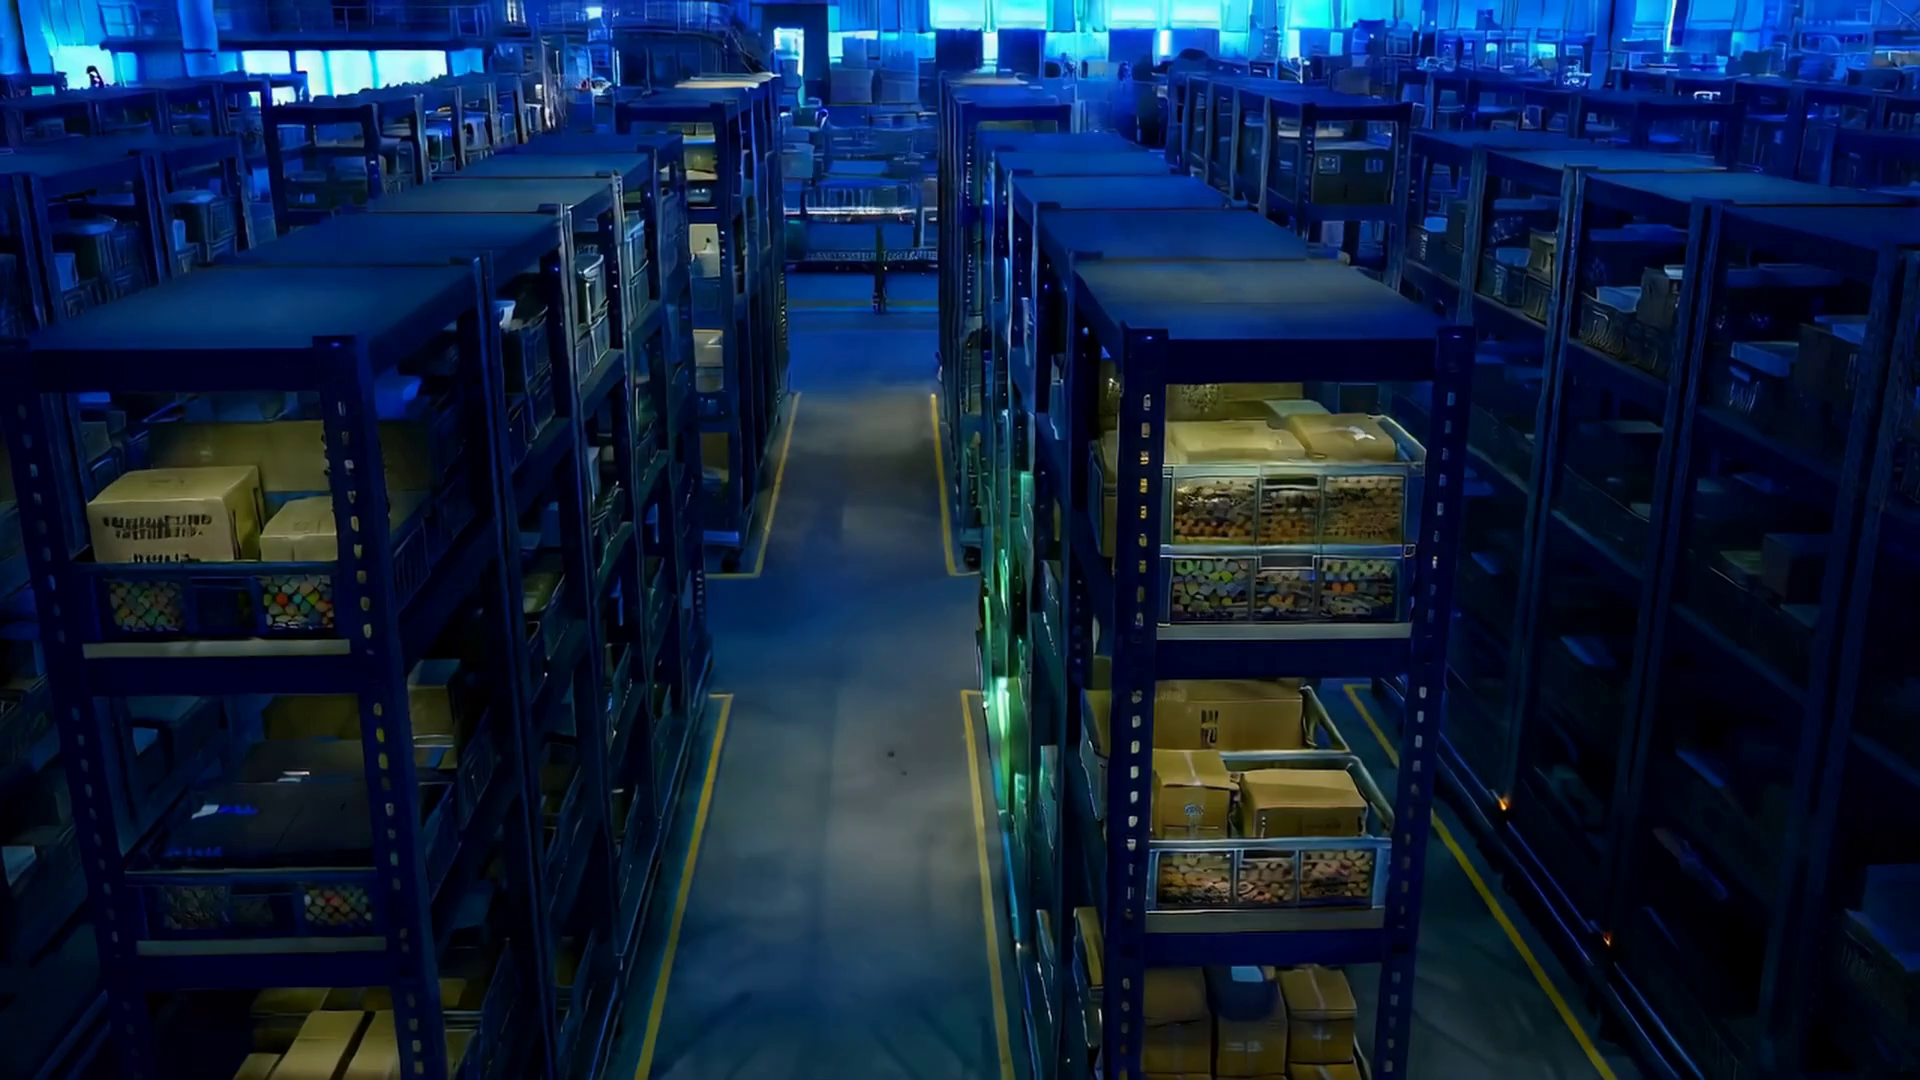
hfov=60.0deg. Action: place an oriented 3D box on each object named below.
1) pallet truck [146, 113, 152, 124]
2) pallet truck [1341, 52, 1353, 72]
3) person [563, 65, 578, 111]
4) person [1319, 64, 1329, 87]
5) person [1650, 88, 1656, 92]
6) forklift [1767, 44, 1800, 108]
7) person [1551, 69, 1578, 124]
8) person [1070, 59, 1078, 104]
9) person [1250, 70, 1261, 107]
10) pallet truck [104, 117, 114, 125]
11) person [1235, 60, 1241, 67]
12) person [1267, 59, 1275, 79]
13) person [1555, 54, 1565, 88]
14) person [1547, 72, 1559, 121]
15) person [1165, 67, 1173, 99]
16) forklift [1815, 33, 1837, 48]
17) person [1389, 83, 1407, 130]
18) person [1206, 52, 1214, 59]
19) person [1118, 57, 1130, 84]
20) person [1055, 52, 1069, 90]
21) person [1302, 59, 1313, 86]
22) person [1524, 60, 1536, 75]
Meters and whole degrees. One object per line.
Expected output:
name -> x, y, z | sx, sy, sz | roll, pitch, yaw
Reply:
pallet truck -> -18.087, -8.309, 36.390 | 1.885, 1.965, 0.823 | -1, 18, -4
pallet truck -> 18.794, -23.123, 82.231 | 0.823, 1.965, 1.885 | -13, 22, -35
person -> -16.107, -18.731, 68.889 | 0.602, 1.836, 0.927 | -1, 18, -4
person -> 15.082, -18.697, 68.752 | 1.011, 1.875, 0.610 | 6, 19, 18
person -> 21.552, -13.203, 51.924 | 0.526, 1.759, 0.343 | 16, 24, 41
forklift -> 31.227, -17.370, 63.015 | 1.129, 2.768, 1.873 | -1, 18, -2
person -> 22.309, -16.310, 61.081 | 1.052, 2.000, 0.679 | 7, 19, 22
person -> 5.031, -20.214, 73.325 | 0.373, 1.935, 0.552 | -1, 18, -2
person -> 10.583, -15.772, 59.500 | 0.405, 1.984, 0.623 | -12, 21, -32
pallet truck -> -18.367, -7.885, 35.078 | 1.885, 1.965, 0.823 | 1, 18, 2
person -> 13.153, -21.856, 78.779 | 0.496, 1.702, 0.886 | 1, 18, 4
person -> 15.037, -22.405, 80.506 | 0.323, 1.688, 0.530 | 11, 21, 31
person -> 29.454, -22.910, 81.719 | 0.490, 1.906, 0.607 | -2, 18, -7
person -> 22.043, -16.510, 62.017 | 0.803, 1.847, 0.524 | -6, 19, -18
person -> 8.131, -17.603, 65.311 | 0.952, 1.891, 0.565 | -1, 18, -3
forklift -> 44.522, -24.754, 85.865 | 1.873, 2.768, 1.129 | -17, 24, -41
person -> 15.081, -14.800, 56.910 | 0.958, 1.717, 0.547 | 12, 21, 32
person -> 13.156, -24.771, 87.612 | 0.430, 1.836, 0.620 | -11, 21, -31
person -> 7.435, -20.917, 75.498 | 0.627, 1.941, 0.373 | -10, 21, -29
person -> 5.252, -24.061, 85.287 | 0.613, 1.907, 1.004 | 14, 23, 37
person -> 15.730, -20.792, 75.232 | 0.533, 1.865, 0.311 | 8, 20, 23
person -> 25.339, -20.389, 74.013 | 0.517, 1.843, 0.326 | 4, 18, 13
